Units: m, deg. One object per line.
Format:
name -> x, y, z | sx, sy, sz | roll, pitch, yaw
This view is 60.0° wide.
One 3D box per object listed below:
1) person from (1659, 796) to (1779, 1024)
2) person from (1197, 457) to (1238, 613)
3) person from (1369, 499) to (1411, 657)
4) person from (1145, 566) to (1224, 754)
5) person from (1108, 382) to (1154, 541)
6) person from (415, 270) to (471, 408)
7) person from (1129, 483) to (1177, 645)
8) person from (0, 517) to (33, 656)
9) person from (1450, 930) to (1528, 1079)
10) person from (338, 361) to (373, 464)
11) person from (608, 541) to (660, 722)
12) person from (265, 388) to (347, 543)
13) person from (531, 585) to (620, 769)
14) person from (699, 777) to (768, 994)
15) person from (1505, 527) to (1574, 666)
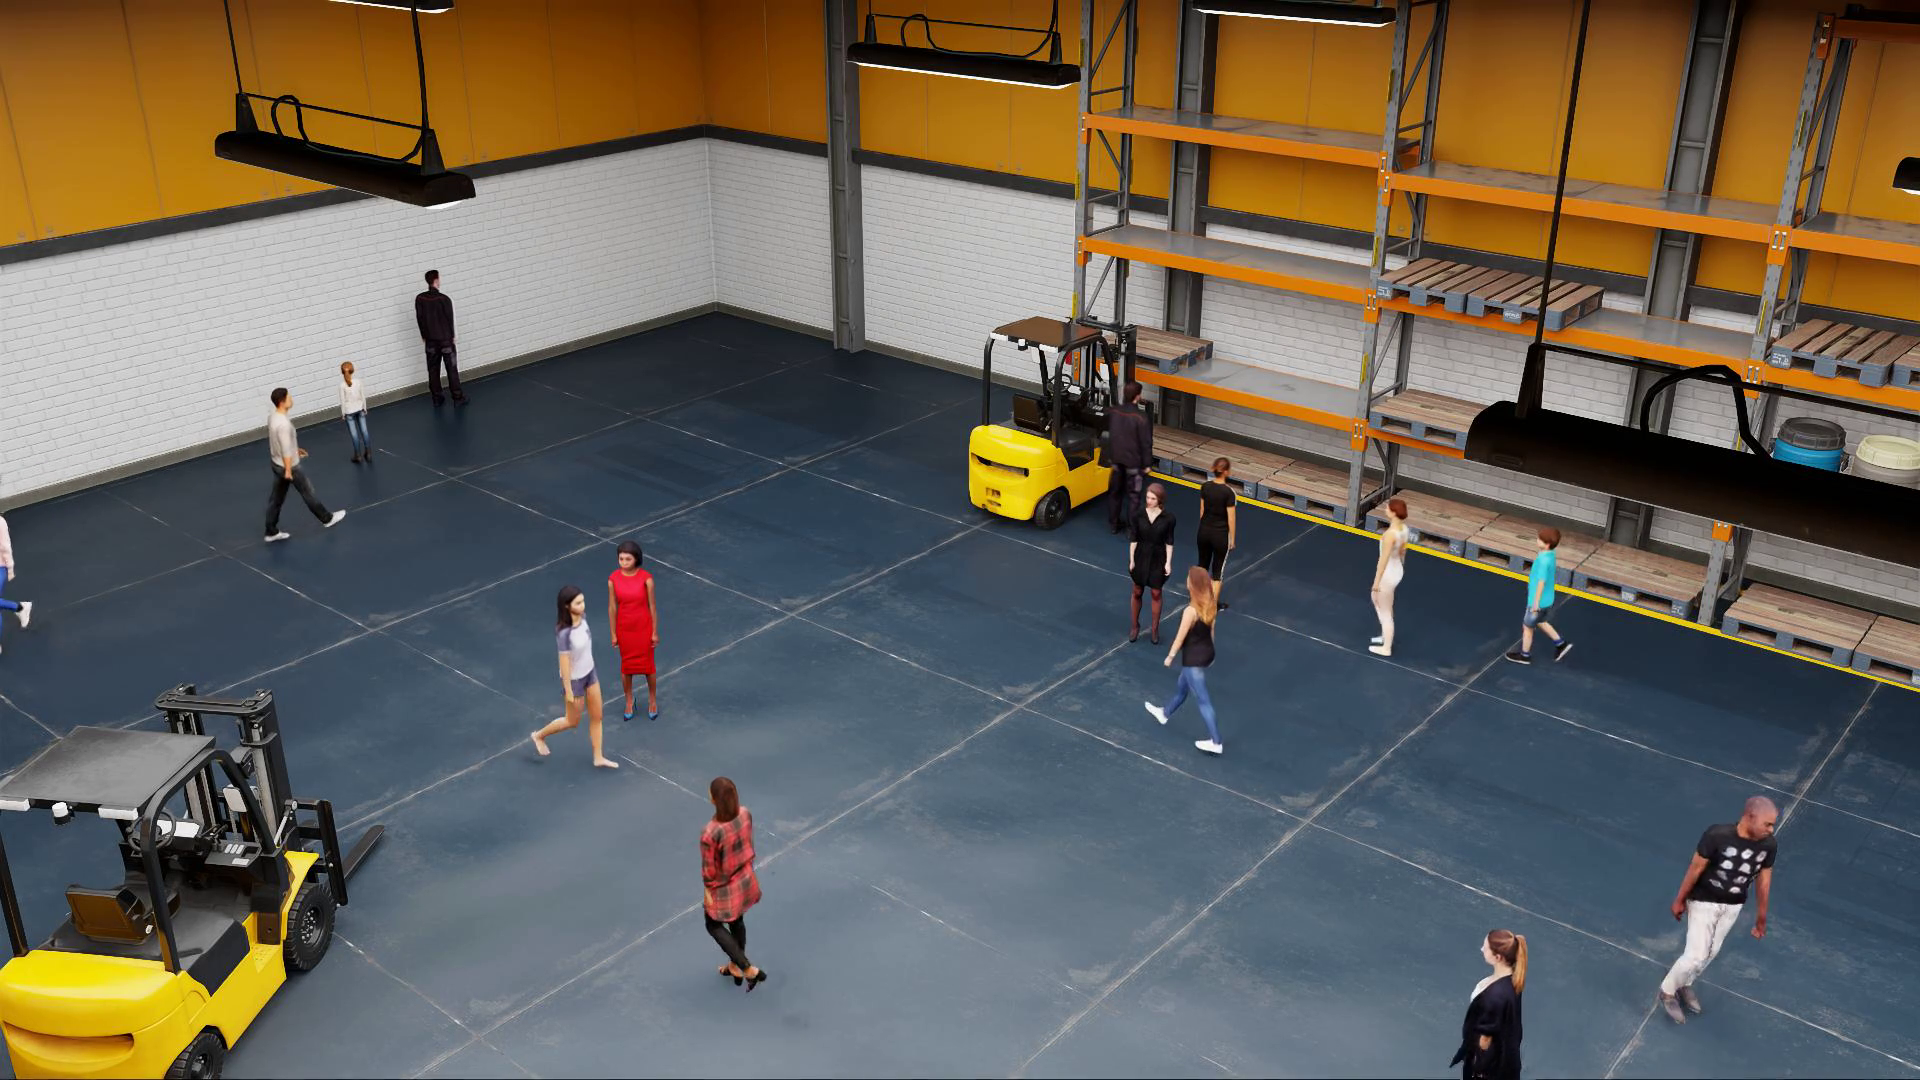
person -> 5.055, 2.435, 11.219 | 0.825, 1.761, 0.896 | 4, 24, 9
person -> 2.606, -0.059, 17.040 | 0.473, 1.668, 0.646 | 21, 31, 39
person -> 4.226, 0.383, 16.068 | 0.567, 1.636, 0.585 | 16, 28, 33
person -> 2.123, 1.084, 14.429 | 1.093, 1.664, 0.639 | 15, 28, 31
person -> 1.874, -0.903, 18.756 | 0.522, 1.841, 0.774 | 17, 29, 34
person -> -7.185, -2.778, 22.959 | 0.725, 1.910, 0.846 | 4, 24, 8
person -> 1.869, 0.217, 16.363 | 0.592, 1.705, 0.719 | 5, 24, 12
person -> -9.383, 0.282, 16.181 | 1.058, 1.731, 1.033 | 4, 24, 8
person -> 3.252, 3.075, 9.871 | 1.020, 1.667, 0.714 | 15, 28, 30
person -> -7.668, -1.622, 21.057 | 0.509, 1.315, 0.513 | -18, 29, -35
person -> -2.913, 0.816, 14.944 | 0.633, 1.743, 0.708 | 0, 24, -1
person -> -7.643, -0.806, 18.631 | 0.828, 1.763, 1.129 | -21, 31, -39
person -> -3.328, 1.178, 14.154 | 1.080, 1.712, 0.875 | 5, 24, 12
person -> -1.517, 2.395, 11.396 | 0.760, 1.691, 0.604 | 19, 30, 37
person -> 5.636, 0.546, 15.942 | 0.832, 1.439, 0.590 | 14, 27, 28
